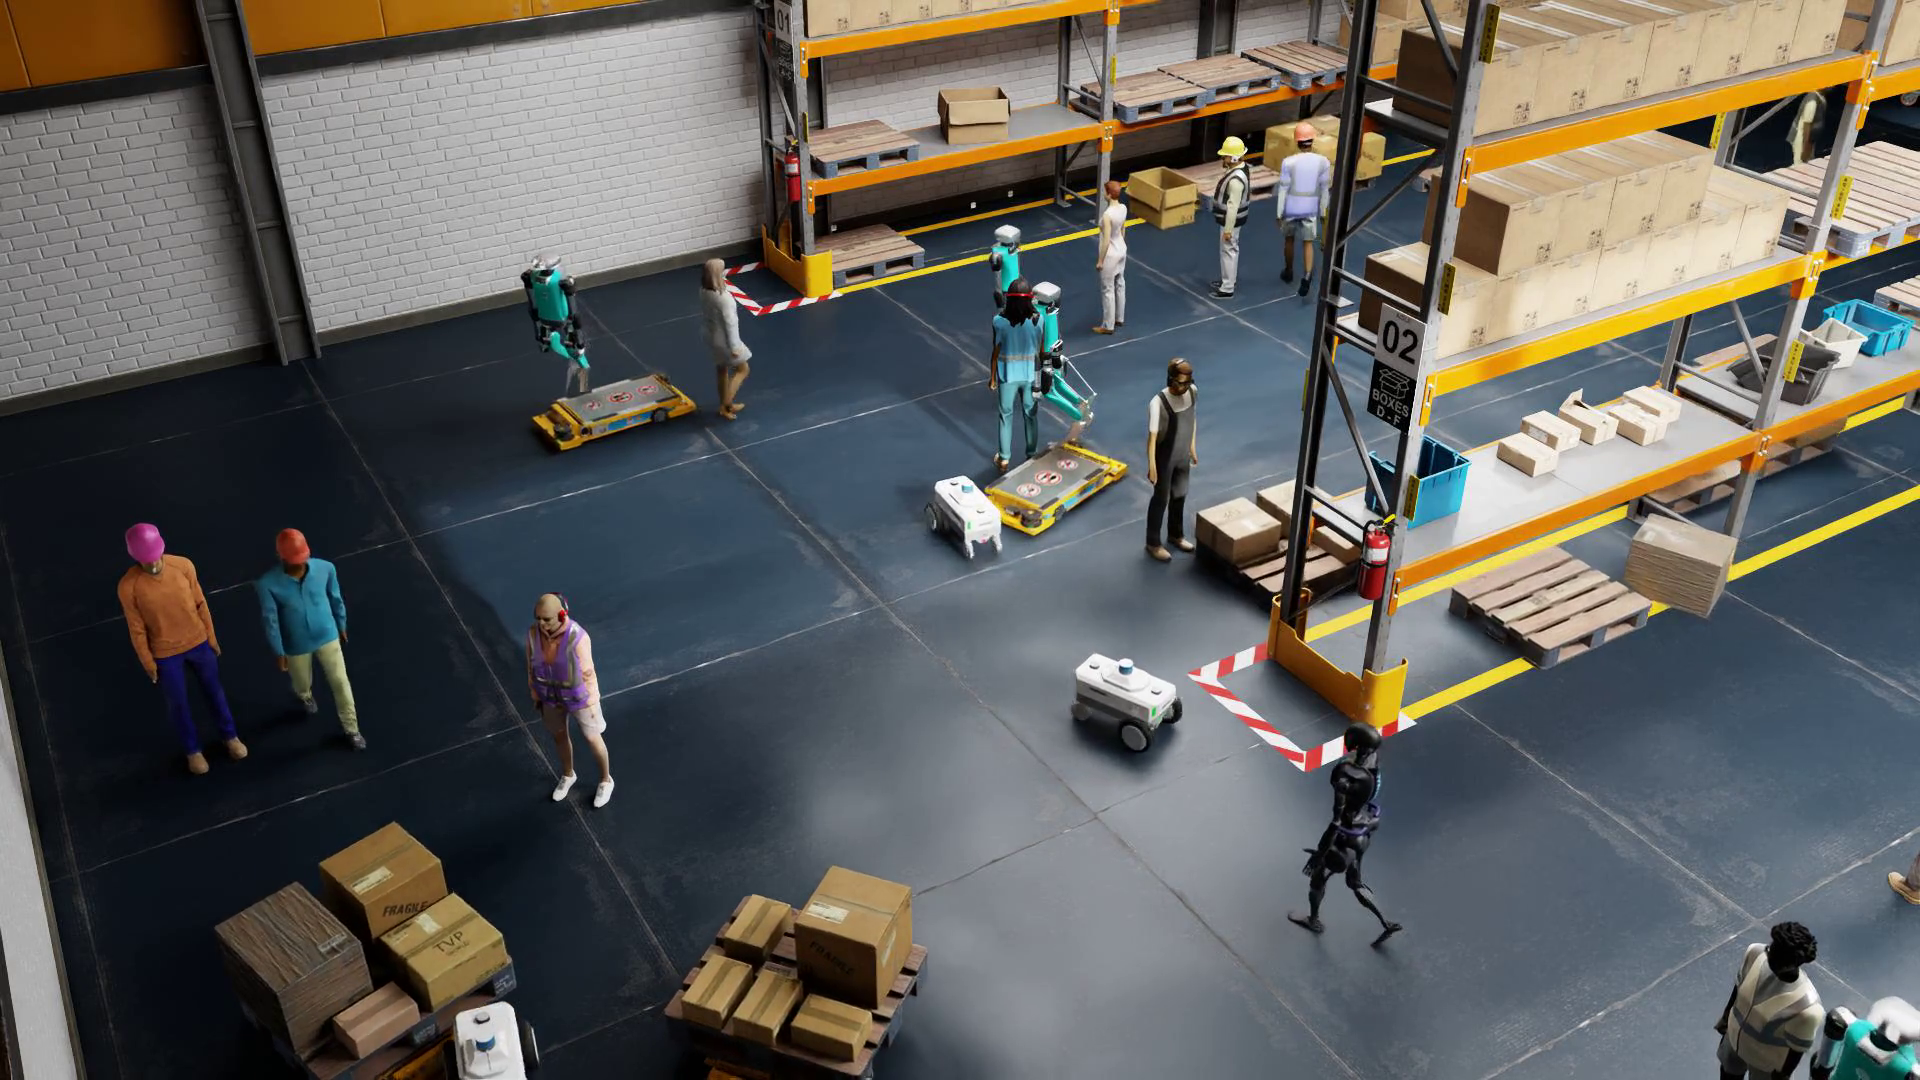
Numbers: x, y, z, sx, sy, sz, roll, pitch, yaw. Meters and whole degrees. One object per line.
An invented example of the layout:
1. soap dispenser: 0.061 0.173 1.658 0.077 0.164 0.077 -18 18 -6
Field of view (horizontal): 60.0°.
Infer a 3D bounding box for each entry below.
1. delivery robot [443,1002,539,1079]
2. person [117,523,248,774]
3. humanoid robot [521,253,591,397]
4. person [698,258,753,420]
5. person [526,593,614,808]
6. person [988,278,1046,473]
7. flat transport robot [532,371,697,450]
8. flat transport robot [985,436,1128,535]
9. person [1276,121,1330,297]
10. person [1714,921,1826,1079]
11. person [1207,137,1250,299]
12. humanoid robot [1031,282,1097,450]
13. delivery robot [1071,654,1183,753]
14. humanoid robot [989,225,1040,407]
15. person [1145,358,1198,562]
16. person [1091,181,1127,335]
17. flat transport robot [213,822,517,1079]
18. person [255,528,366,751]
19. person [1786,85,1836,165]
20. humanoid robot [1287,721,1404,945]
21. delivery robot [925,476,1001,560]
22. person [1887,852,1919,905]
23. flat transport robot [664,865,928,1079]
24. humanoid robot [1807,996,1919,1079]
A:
1. delivery robot: -2.565 2.914 9.158 0.523 0.585 0.740 -11 34 -16
2. person: -5.331 0.724 11.333 0.515 1.973 0.401 -26 40 -35
3. humanoid robot: -3.714 -1.965 15.861 0.541 1.798 0.798 10 34 16
4. person: -2.238 -1.905 15.808 0.390 1.648 0.522 -27 41 -36
5. person: -2.616 1.055 11.070 0.486 1.685 0.355 7 33 11
6. person: 0.522 -1.459 14.908 0.532 1.866 0.387 -3 32 -5
7. flat transport robot: -3.343 -1.260 16.093 1.431 0.231 0.659 -21 38 -29
8. flat transport robot: 0.829 -0.498 14.878 0.659 0.231 1.431 23 39 32
9. person: 3.781 -3.629 18.345 0.560 1.900 0.762 -1 32 -1
10. person: 4.118 2.611 8.577 0.320 1.693 0.532 -8 33 -13
11. person: 2.960 -3.537 18.268 0.403 1.824 0.594 7 33 11
12. humanoid robot: 0.950 -1.469 14.919 0.735 1.677 0.533 16 35 24
13. delivery robot: 1.191 1.121 12.009 0.768 0.576 0.499 21 38 30
14. humanoid robot: 0.674 -2.151 16.160 0.797 1.799 0.531 13 34 19
15. person: 1.743 -0.673 13.687 0.514 1.835 0.356 -23 39 -32
16. person: 1.592 -2.981 17.527 0.270 1.657 0.459 20 37 29
17. flat transport robot: -3.316 2.772 9.663 1.431 0.231 0.659 26 41 35
18. person: -4.579 0.644 11.685 0.568 1.722 0.730 -20 37 -29
19. person: 10.316 -4.887 20.416 0.633 1.822 0.593 22 38 31
20. humanoid robot: 2.372 1.781 9.946 0.696 1.634 0.600 22 38 31
21. delivery robot: 0.055 -0.234 14.203 0.499 0.611 0.809 -14 35 -21
22. person: 6.200 1.513 10.250 0.462 1.778 0.305 -4 32 -6
23. flat transport robot: -0.959 2.833 9.566 0.659 0.231 1.431 12 34 18
24. humanoid robot: 4.485 2.834 8.184 0.727 1.781 0.542 -19 37 -27
